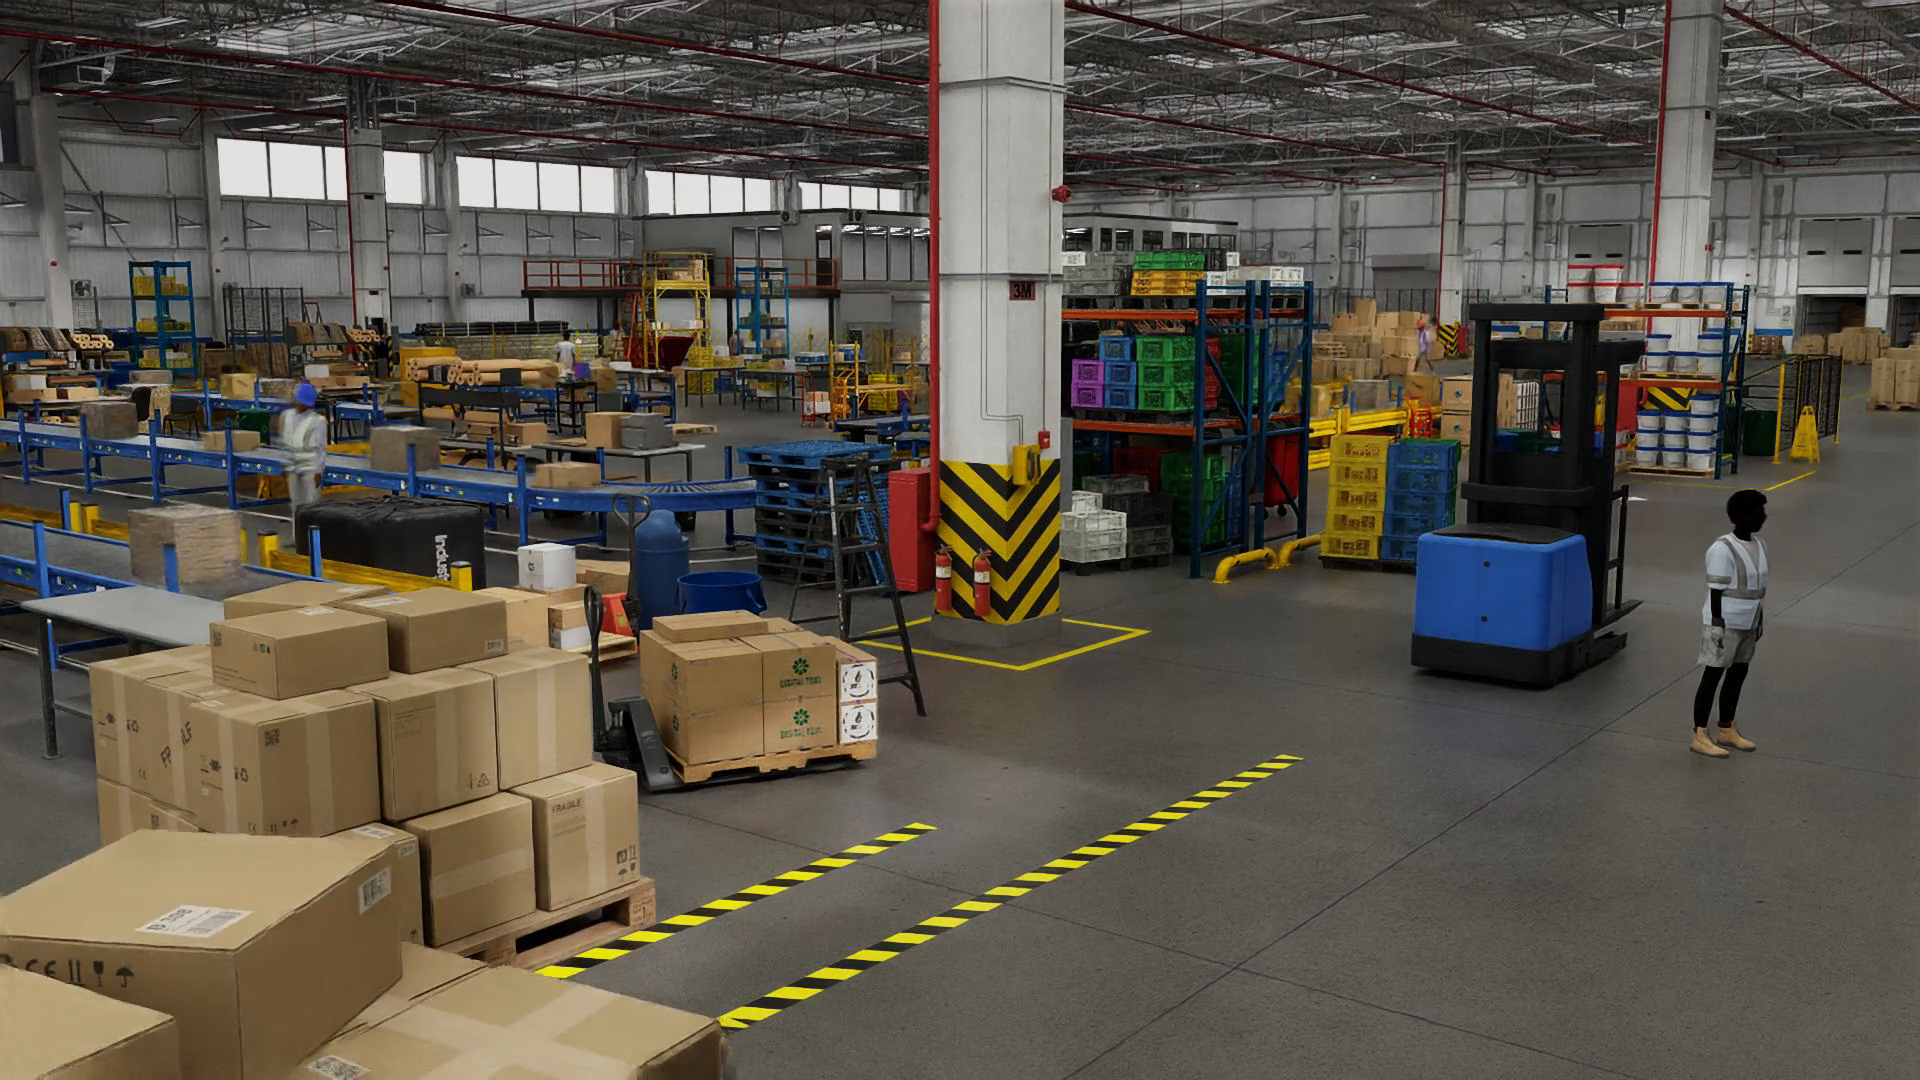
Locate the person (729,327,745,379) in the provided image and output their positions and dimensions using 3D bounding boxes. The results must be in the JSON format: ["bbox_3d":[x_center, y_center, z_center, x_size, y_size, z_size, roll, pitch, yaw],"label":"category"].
[{"bbox_3d":[-7.518,-6.296,56.103,0.530,1.759,0.336,1,8,5],"label":"person"}]

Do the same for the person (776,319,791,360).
[{"bbox_3d":[-6.952,-7.804,65.819,0.959,1.882,0.617,6,10,36],"label":"person"}]

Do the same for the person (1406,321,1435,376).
[{"bbox_3d":[15.789,-6.484,56.682,1.096,1.969,0.680,-3,9,-21],"label":"person"}]

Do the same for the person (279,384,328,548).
[{"bbox_3d":[-7.413,-0.801,18.638,0.771,1.902,0.402,3,9,21],"label":"person"}]

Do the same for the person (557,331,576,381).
[{"bbox_3d":[-10.985,-4.910,46.423,0.558,1.856,0.480,-2,9,-11],"label":"person"}]

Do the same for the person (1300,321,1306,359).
[{"bbox_3d":[12.411,-6.926,59.807,0.426,1.915,0.651,4,9,26],"label":"person"}]

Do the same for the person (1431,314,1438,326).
[{"bbox_3d":[22.444,-9.739,78.750,0.595,1.923,0.377,-5,10,-31],"label":"person"}]

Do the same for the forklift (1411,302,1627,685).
[{"bbox_3d":[4.379,-0.438,12.852,1.129,2.768,1.873,7,11,37],"label":"forklift"}]

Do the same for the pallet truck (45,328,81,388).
[{"bbox_3d":[-23.775,-4.544,43.495,1.885,1.965,0.823,6,10,35],"label":"pallet truck"}]

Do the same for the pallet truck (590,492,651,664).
[{"bbox_3d":[-3.115,0.344,12.883,0.653,1.274,1.630,7,11,37],"label":"pallet truck"}]

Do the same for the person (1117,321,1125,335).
[{"bbox_3d":[5.623,-6.735,58.500,0.385,1.928,0.547,6,10,33],"label":"person"}]

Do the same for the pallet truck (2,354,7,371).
[{"bbox_3d":[-24.881,-4.417,42.634,1.885,1.965,0.823,8,11,41],"label":"pallet truck"}]

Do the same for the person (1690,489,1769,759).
[{"bbox_3d":[4.847,0.518,10.412,0.535,1.694,0.321,-5,10,-32],"label":"person"}]

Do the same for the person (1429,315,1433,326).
[{"bbox_3d":[21.454,-9.379,76.455,0.541,1.898,0.952,7,11,40],"label":"person"}]

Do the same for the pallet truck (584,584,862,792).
[{"bbox_3d":[-1.426,0.805,10.019,1.601,1.201,0.680,-4,9,-26],"label":"pallet truck"}]

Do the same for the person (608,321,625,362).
[{"bbox_3d":[-12.693,-7.148,61.484,0.603,1.862,0.565,-1,8,-6],"label":"person"}]

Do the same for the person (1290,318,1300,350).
[{"bbox_3d":[16.973,-10.577,84.372,0.640,1.932,0.443,-6,10,-34],"label":"person"}]
